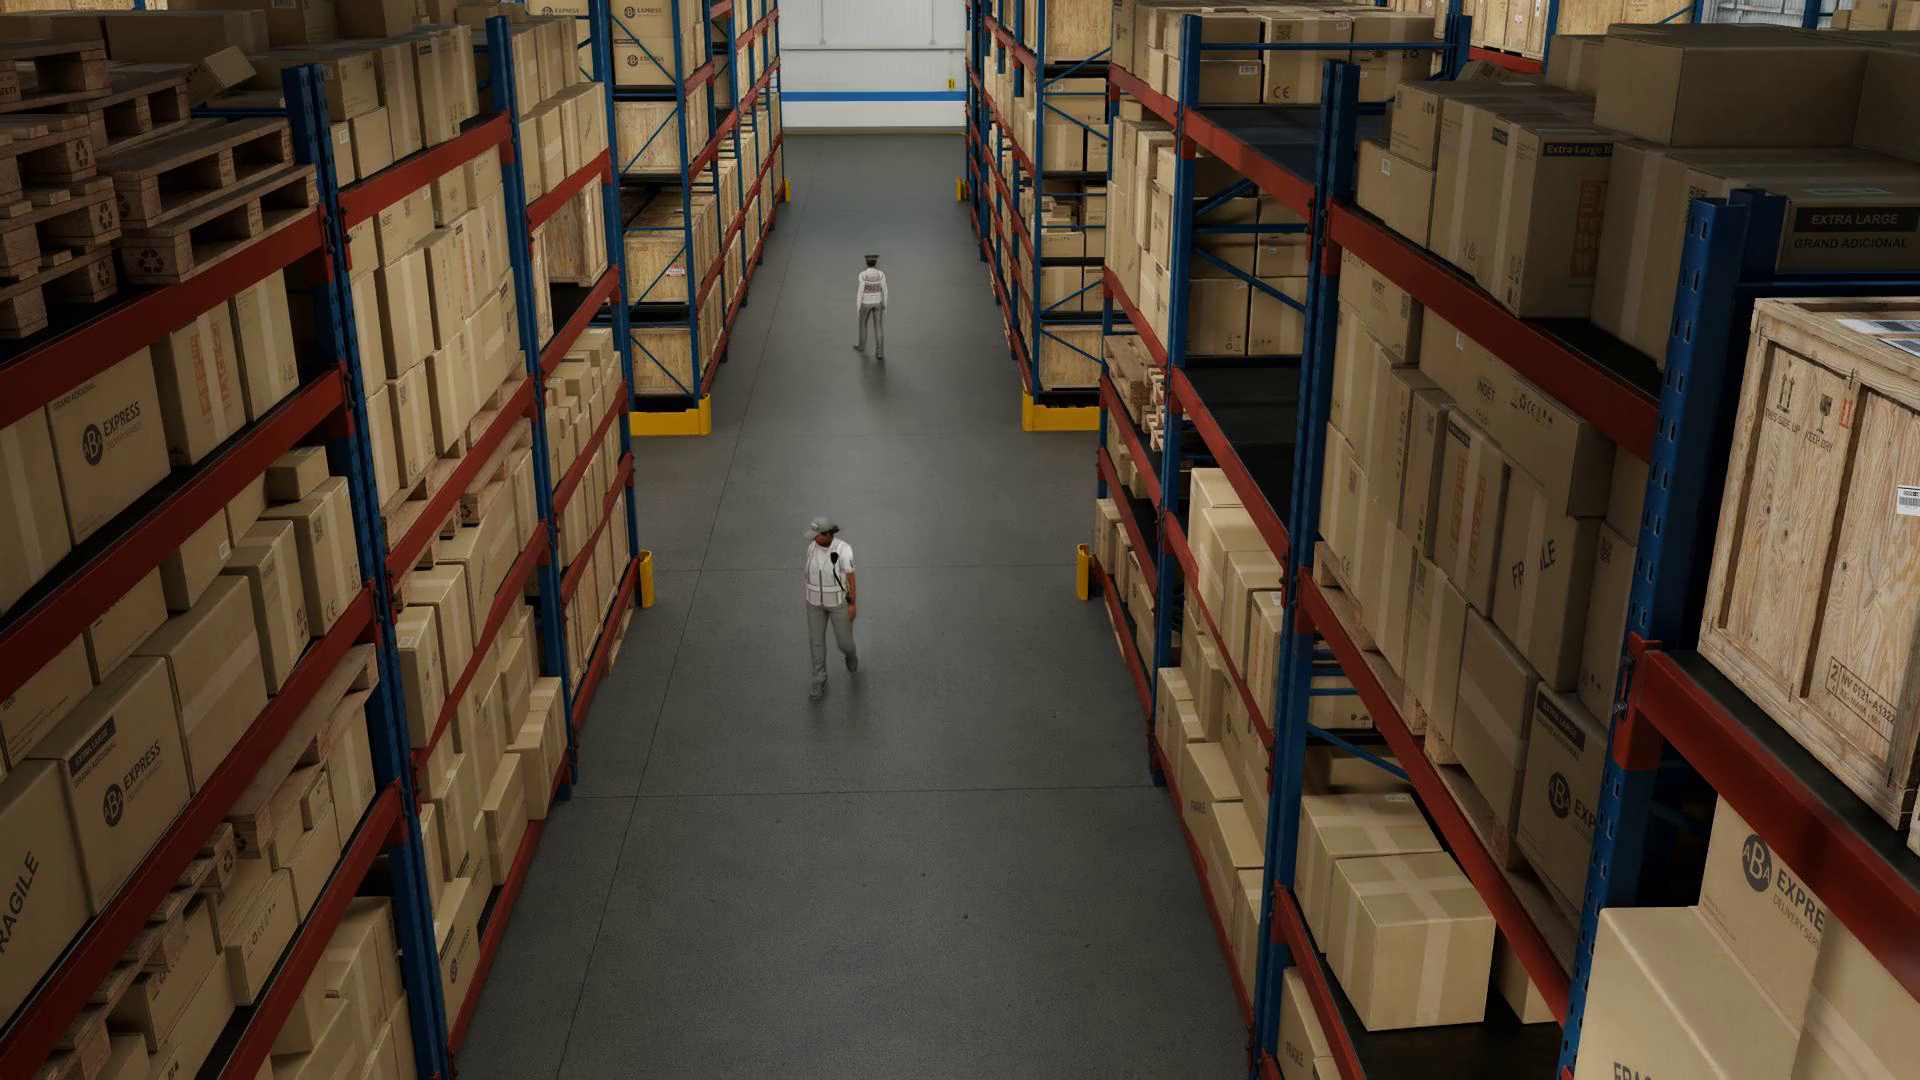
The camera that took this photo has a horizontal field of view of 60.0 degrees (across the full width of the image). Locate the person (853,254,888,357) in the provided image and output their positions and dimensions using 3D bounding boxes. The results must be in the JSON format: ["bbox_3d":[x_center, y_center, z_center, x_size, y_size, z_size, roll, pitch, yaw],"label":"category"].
[{"bbox_3d":[-1.446,-3.798,26.785,0.525,1.658,0.689,-6,21,-16],"label":"person"}]

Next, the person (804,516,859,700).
[{"bbox_3d":[-1.180,0.578,15.091,0.498,1.666,0.638,6,21,14],"label":"person"}]
